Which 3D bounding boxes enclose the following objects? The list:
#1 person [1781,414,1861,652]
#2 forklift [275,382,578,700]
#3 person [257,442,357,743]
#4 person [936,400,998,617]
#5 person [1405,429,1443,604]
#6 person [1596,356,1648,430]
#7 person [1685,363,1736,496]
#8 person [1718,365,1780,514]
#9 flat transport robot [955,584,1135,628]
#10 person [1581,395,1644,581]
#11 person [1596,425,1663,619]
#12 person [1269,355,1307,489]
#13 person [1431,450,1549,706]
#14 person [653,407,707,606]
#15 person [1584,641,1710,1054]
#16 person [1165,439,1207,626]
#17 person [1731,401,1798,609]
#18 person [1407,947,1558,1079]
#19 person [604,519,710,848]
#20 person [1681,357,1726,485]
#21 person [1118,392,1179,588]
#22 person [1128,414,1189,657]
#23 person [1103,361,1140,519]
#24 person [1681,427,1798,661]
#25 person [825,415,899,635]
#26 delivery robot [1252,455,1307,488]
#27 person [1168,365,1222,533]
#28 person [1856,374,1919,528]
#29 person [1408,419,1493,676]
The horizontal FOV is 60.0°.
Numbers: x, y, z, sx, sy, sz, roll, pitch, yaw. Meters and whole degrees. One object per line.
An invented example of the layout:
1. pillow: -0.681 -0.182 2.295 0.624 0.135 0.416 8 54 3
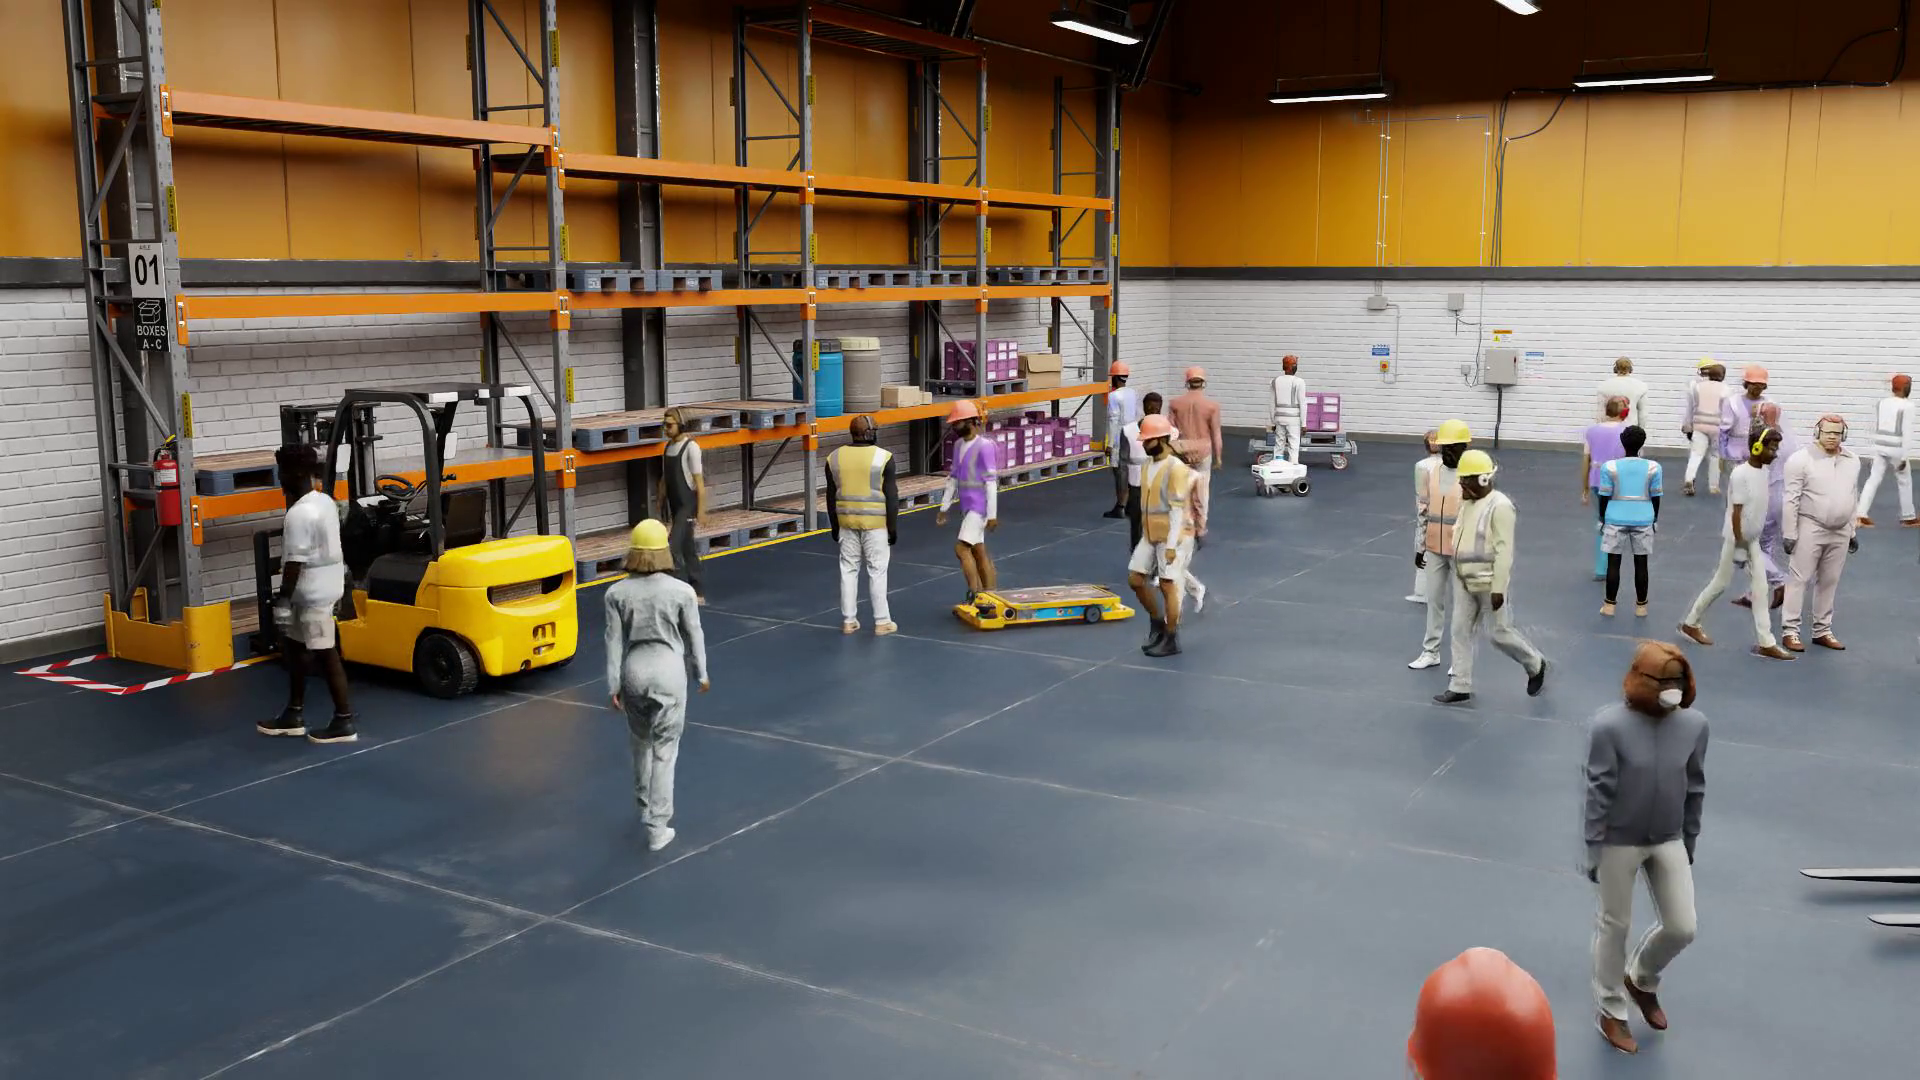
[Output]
1. person: 6.876 -0.057 13.259 0.652 1.903 0.404 -2 9 -10
2. forklift: -3.974 -0.067 12.417 2.313 2.155 1.214 5 11 30
3. person: -4.256 0.349 10.590 0.797 1.939 0.630 -1 9 -6
4. person: 0.064 -0.273 14.586 0.645 1.907 0.551 -4 10 -22
5. person: 4.383 -0.183 14.972 0.547 1.610 0.692 -4 10 -25
6. person: 8.607 -1.424 21.682 0.632 1.940 0.372 2 9 13
7. person: 10.149 -1.490 22.566 0.639 1.810 0.900 8 12 39
8. person: 8.871 -0.985 18.764 0.611 2.009 0.989 3 10 19
9. flat transport robot: 0.737 0.565 14.458 1.431 0.197 0.652 -3 10 -19
10. person: 6.456 -0.508 16.324 0.652 1.823 0.577 -6 11 -35
11. person: 5.825 -0.152 14.498 0.532 1.697 0.319 2 9 13
12. person: 4.567 -1.624 23.106 0.575 1.882 0.355 8 12 42
13. person: 3.718 0.266 11.586 0.799 1.797 0.609 -2 9 -15
14. person: -2.573 -0.264 14.790 0.730 1.821 0.550 -7 12 -38
15. person: 2.631 1.184 6.401 0.514 1.625 0.341 -1 9 -4
16. person: 1.921 -0.074 14.279 0.705 1.613 0.515 -8 12 -42
17. person: 7.188 -0.289 14.778 0.642 1.884 0.606 -5 10 -30
18. person: 0.804 1.627 2.671 0.543 1.926 0.585 3 10 17
19. person: -1.598 0.736 8.904 0.494 1.721 0.719 1 9 6
20. person: 10.576 -1.683 23.663 0.587 1.823 0.403 2 9 11
21. person: 1.836 -0.517 16.263 0.595 1.874 1.010 1 9 4
22. person: 1.550 -0.028 13.023 0.410 1.919 0.569 -6 11 -32
23. person: 1.963 -1.233 20.490 0.377 1.936 0.549 8 12 41
24. person: 6.206 0.002 13.190 0.524 1.819 0.976 -5 11 -30
25. person: -0.801 -0.123 13.878 0.624 1.841 0.430 3 10 18
26. delivery robot: 4.314 -0.911 22.494 0.707 0.478 0.477 -3 9 -16
27. person: 2.655 -1.014 19.052 0.654 1.964 0.726 4 10 21
28. person: 11.002 -1.039 19.644 1.001 1.839 0.567 -4 10 -22
29. person: 3.684 0.054 12.494 0.366 1.927 0.585 -9 12 -43
